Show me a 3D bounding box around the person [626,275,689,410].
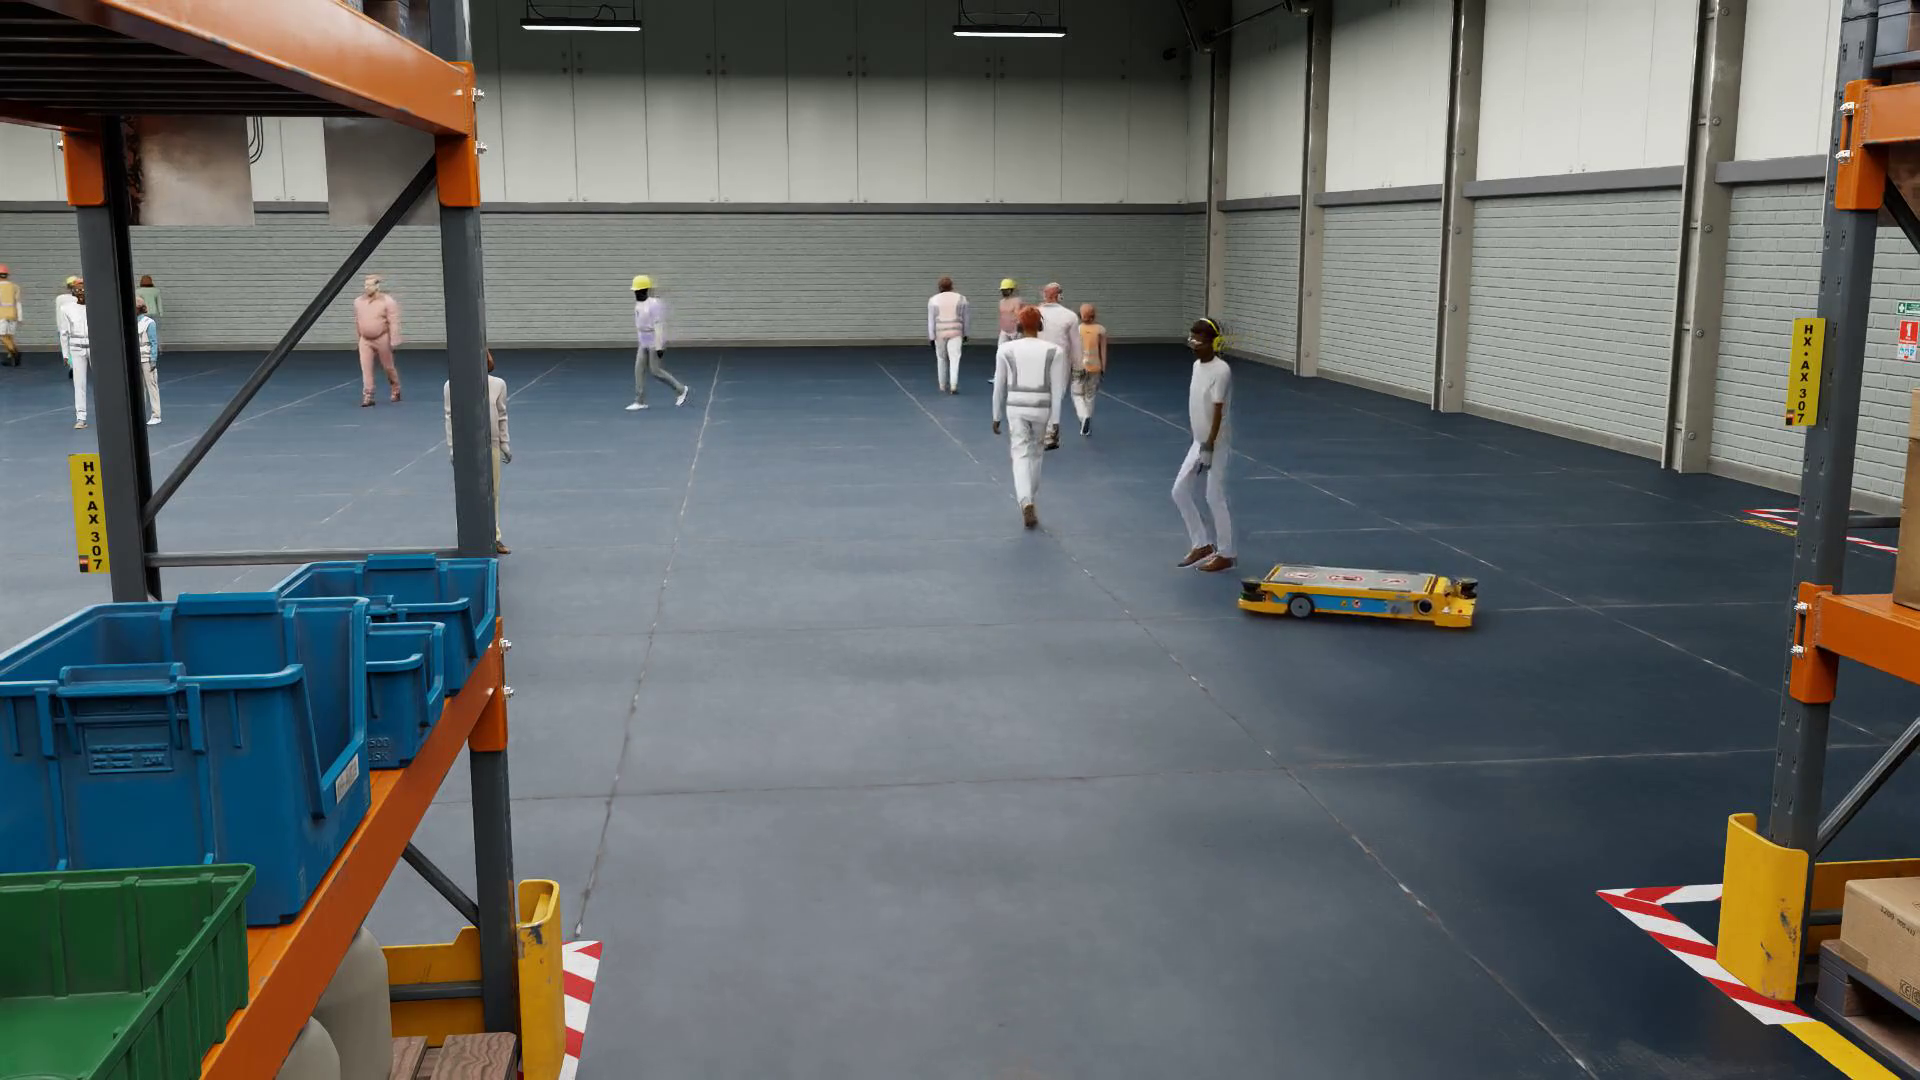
[{"bbox_3d":[-4.276,-2.763,23.263,0.818,1.890,0.629,-8,13,-38],"label":"person"}]

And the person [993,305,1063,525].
[{"bbox_3d":[0.577,-1.059,14.056,0.582,1.846,0.968,0,10,-1],"label":"person"}]

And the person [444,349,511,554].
[{"bbox_3d":[-3.624,-0.684,12.537,0.497,1.633,0.285,-9,14,-41],"label":"person"}]

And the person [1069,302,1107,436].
[{"bbox_3d":[1.531,-2.036,19.985,0.519,1.625,0.568,-2,11,-12],"label":"person"}]

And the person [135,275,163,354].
[{"bbox_3d":[-16.562,-4.596,33.984,0.507,1.631,0.266,-9,14,-41],"label":"person"}]

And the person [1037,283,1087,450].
[{"bbox_3d":[1.124,-1.983,18.998,0.662,1.874,0.853,6,12,30],"label":"person"}]

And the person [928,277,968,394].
[{"bbox_3d":[-0.180,-3.145,25.687,0.631,1.797,1.003,0,10,-2],"label":"person"}]

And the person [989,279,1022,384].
[{"bbox_3d":[0.845,-3.420,27.301,0.524,1.722,0.849,9,14,41],"label":"person"}]

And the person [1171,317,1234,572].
[{"bbox_3d":[1.763,-0.670,11.906,0.536,1.838,0.555,-4,11,-21],"label":"person"}]

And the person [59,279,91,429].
[{"bbox_3d":[-10.975,-2.337,20.915,0.581,1.882,0.351,-4,11,-23],"label":"person"}]

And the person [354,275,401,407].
[{"bbox_3d":[-8.366,-2.879,23.923,0.650,1.875,0.924,1,10,4],"label":"person"}]

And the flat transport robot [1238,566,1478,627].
[{"bbox_3d":[2.554,0.342,10.651,1.431,0.197,0.652,4,11,20],"label":"flat transport robot"}]

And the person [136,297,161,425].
[{"bbox_3d":[-10.504,-2.291,21.344,0.511,1.637,0.307,4,11,20],"label":"person"}]

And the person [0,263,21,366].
[{"bbox_3d":[-17.596,-4.139,30.713,0.742,1.915,0.554,7,13,35],"label":"person"}]

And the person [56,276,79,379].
[{"bbox_3d":[-14.878,-3.566,27.987,0.557,1.751,0.369,-4,11,-19],"label":"person"}]
